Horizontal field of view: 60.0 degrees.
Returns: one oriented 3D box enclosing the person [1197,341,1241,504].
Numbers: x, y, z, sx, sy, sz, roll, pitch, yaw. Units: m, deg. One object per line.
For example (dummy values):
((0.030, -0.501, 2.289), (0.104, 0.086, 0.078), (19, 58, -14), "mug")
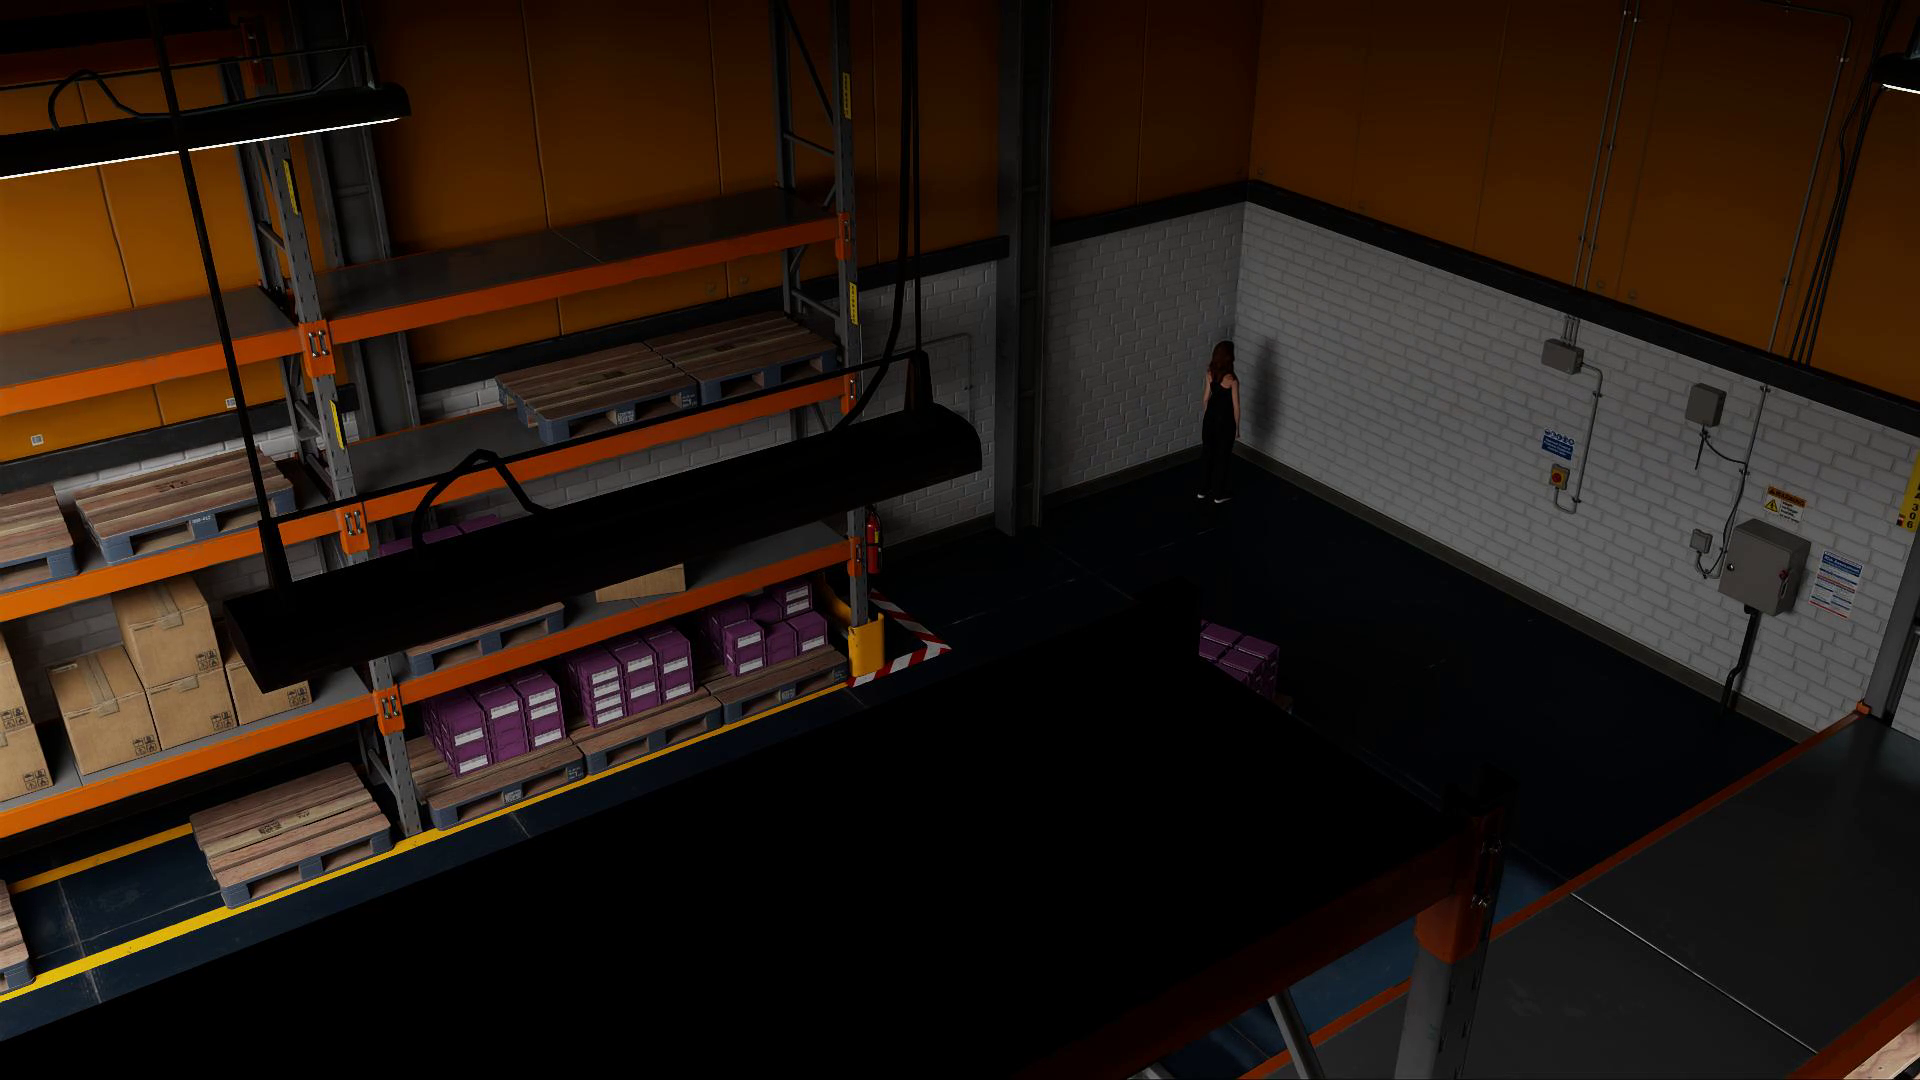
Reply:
((2.650, -1.219, 17.041), (0.632, 1.748, 0.611), (21, 35, 33), "person")
